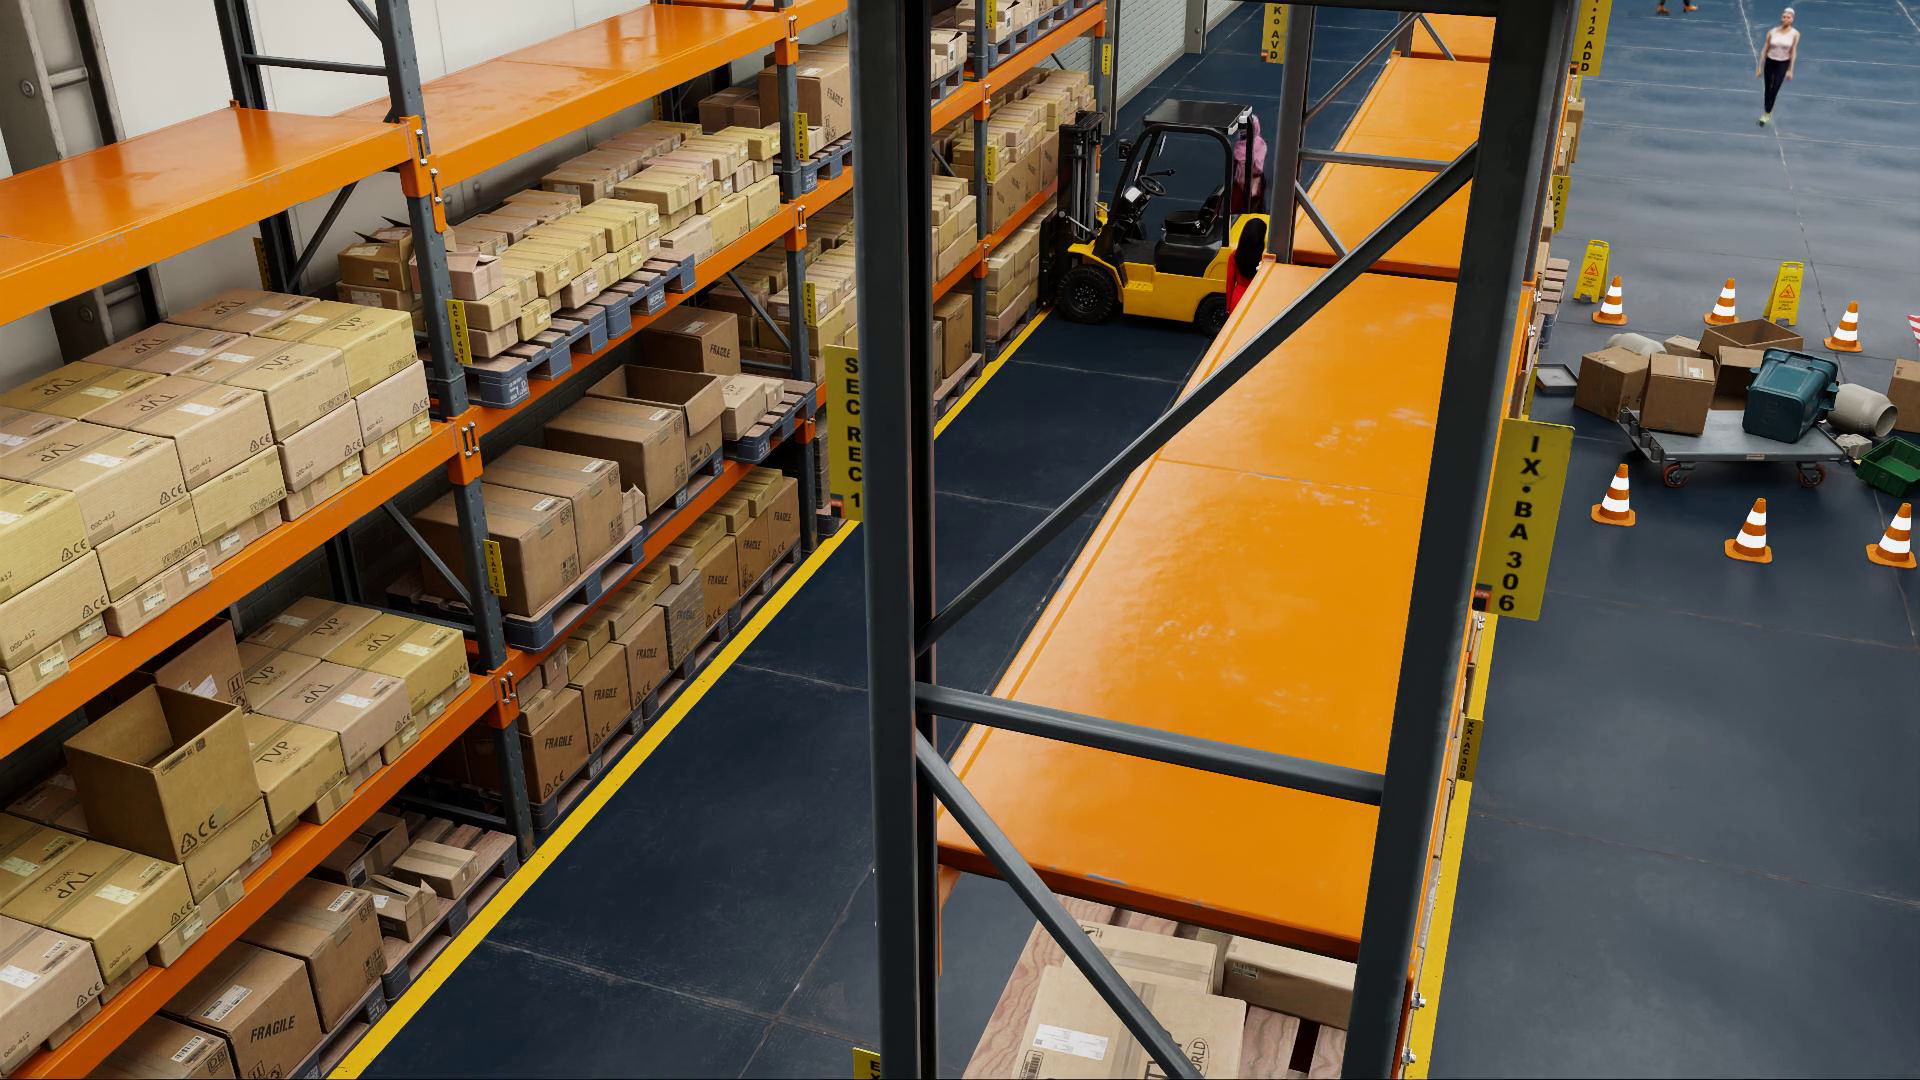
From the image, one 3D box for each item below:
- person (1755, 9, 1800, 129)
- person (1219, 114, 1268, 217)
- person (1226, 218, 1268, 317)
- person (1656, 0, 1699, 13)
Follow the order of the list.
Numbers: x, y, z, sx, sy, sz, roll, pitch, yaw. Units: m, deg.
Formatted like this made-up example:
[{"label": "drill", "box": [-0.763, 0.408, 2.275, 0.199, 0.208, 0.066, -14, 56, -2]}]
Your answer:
[{"label": "person", "box": [11.973, -6.917, 24.395, 0.816, 1.656, 1.227, 17, 32, 29]}, {"label": "person", "box": [3.353, -4.079, 19.110, 1.170, 1.613, 0.950, -24, 36, -37]}, {"label": "person", "box": [2.650, -2.094, 15.236, 0.625, 1.751, 0.622, 12, 30, 21]}, {"label": "person", "box": [13.785, -10.964, 31.968, 1.104, 1.679, 1.145, -6, 29, -12]}]
